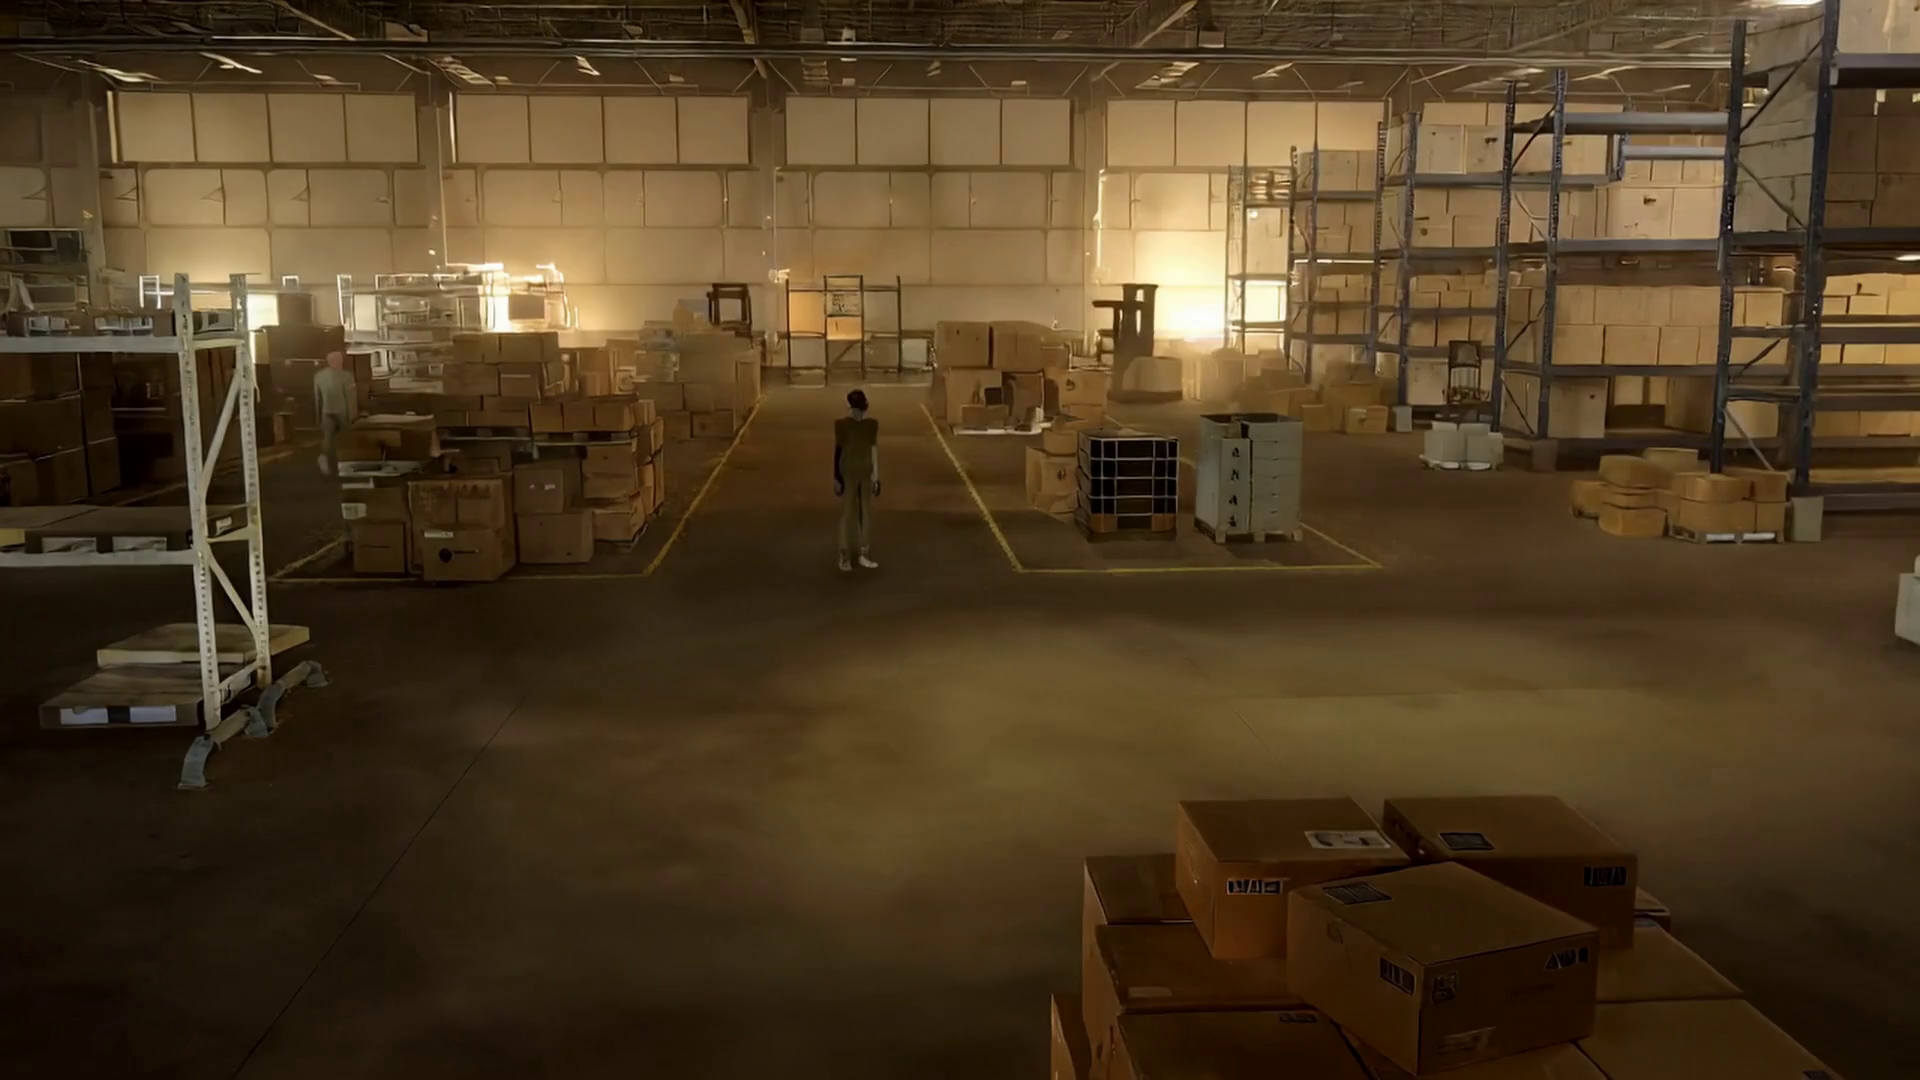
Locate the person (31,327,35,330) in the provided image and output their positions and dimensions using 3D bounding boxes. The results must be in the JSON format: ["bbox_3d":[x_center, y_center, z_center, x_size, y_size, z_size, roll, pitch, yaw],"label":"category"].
[{"bbox_3d":[-20.655,-3.852,37.317,0.984,1.893,0.656,2,9,12],"label":"person"}]

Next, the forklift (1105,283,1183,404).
[{"bbox_3d":[4.262,-4.678,39.407,1.873,2.768,1.129,8,12,40],"label":"forklift"}]

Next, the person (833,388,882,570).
[{"bbox_3d":[-1.058,-0.635,17.176,0.514,1.873,0.329,-4,10,-25],"label":"person"}]

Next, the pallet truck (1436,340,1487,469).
[{"bbox_3d":[8.004,-2.170,26.422,0.823,1.965,1.885,2,9,14],"label":"pallet truck"}]

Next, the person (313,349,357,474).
[{"bbox_3d":[-9.379,-1.892,24.924,0.643,1.920,0.666,1,9,5],"label":"person"}]

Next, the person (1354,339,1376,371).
[{"bbox_3d":[9.090,-3.683,37.139,0.663,1.614,0.391,-2,9,-15],"label":"person"}]

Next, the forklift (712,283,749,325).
[{"bbox_3d":[-5.905,-5.242,42.943,1.129,2.768,1.873,-1,9,-4],"label":"forklift"}]

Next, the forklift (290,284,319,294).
[{"bbox_3d":[-15.072,-4.525,38.444,1.873,2.768,1.129,-1,9,-4],"label":"forklift"}]
